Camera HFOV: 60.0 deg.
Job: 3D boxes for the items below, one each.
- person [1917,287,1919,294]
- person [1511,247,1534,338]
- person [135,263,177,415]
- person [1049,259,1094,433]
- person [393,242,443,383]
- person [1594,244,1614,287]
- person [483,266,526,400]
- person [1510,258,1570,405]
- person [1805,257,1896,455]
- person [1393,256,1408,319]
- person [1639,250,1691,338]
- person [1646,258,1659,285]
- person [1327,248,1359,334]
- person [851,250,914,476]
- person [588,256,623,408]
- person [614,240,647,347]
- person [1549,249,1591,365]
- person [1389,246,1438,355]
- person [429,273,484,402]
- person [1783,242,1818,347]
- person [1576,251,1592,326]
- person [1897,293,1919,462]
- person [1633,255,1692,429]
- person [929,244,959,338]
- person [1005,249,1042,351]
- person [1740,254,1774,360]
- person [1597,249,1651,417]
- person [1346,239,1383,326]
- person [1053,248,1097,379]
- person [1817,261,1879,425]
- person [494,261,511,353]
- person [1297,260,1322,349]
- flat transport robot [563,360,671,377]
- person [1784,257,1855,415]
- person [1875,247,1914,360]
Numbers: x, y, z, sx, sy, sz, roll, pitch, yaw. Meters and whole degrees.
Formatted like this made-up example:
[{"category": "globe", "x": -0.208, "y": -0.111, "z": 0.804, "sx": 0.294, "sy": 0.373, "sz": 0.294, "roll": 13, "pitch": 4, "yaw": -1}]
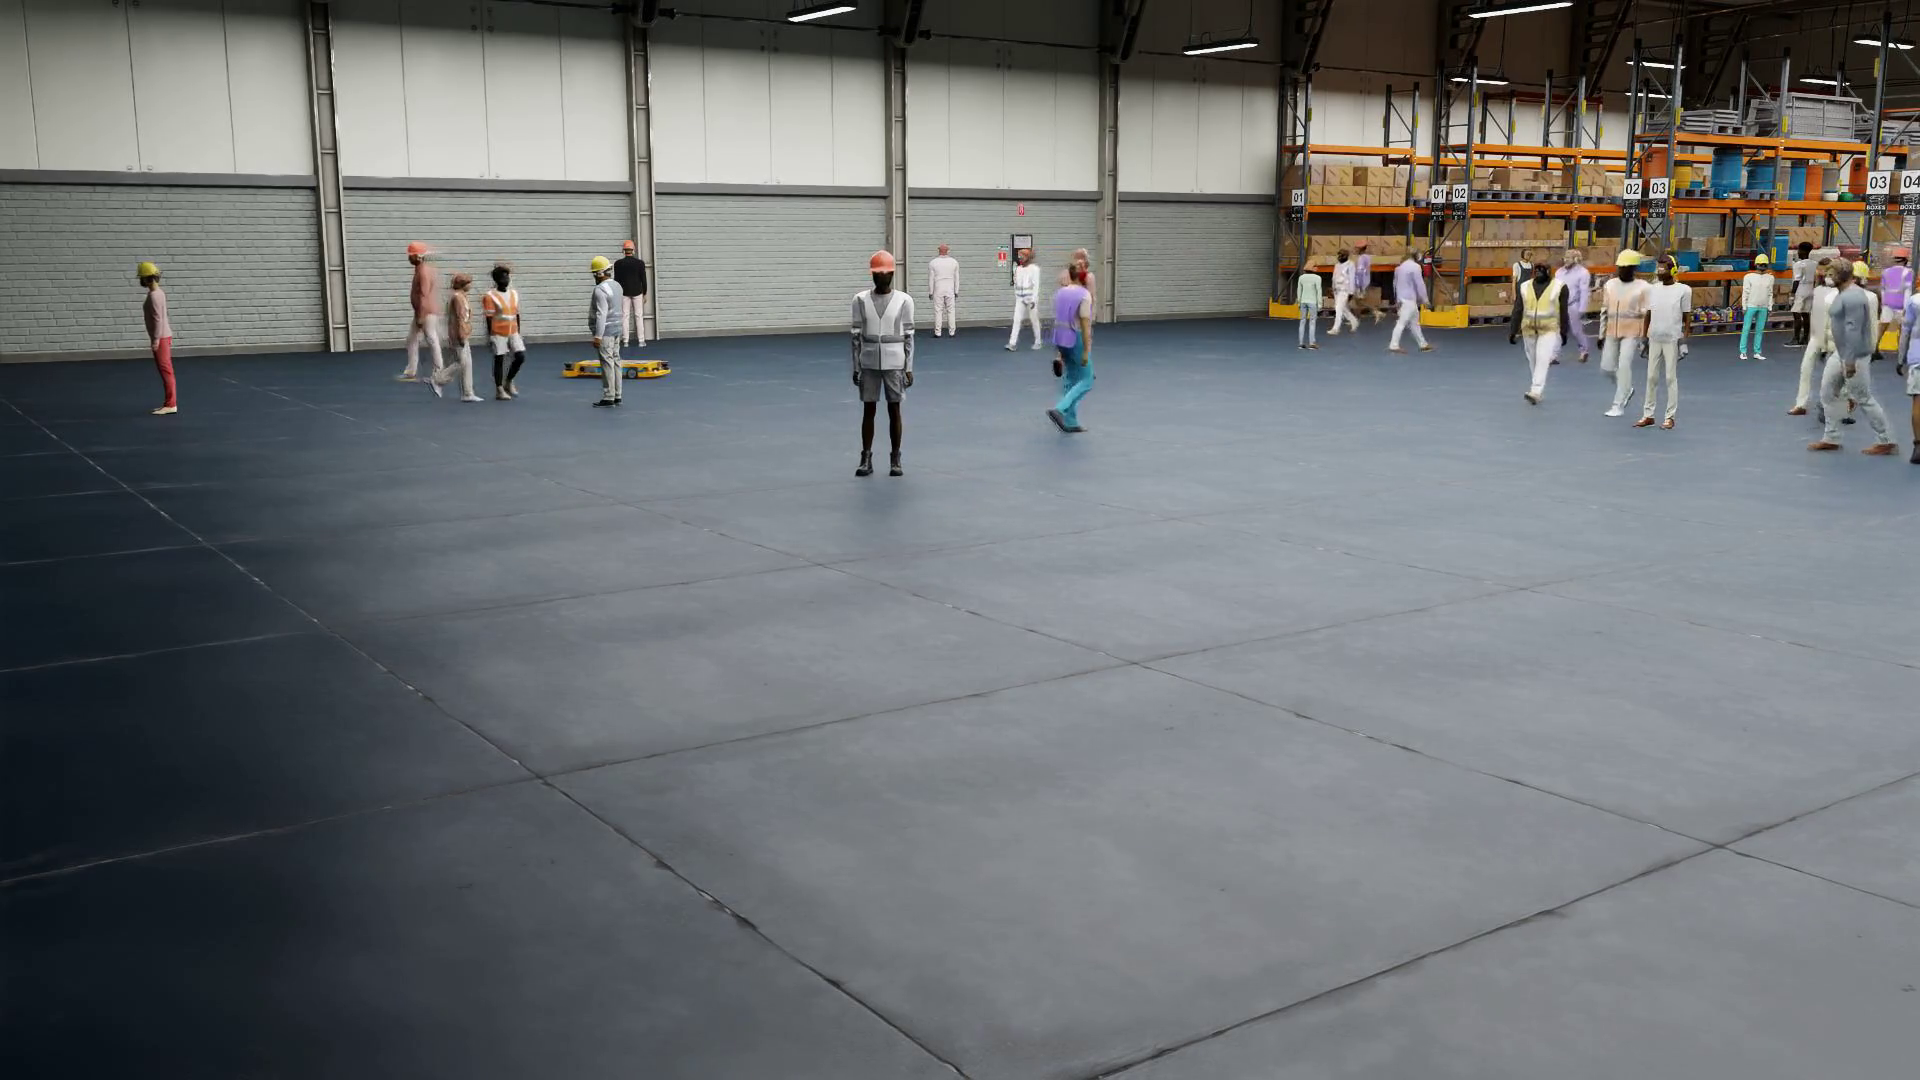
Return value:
[{"category": "person", "x": 19.182, "y": -4.970, "z": 33.325, "sx": 0.632, "sy": 1.932, "sz": 0.372, "roll": 4, "pitch": 11, "yaw": 23}, {"category": "person", "x": 11.491, "y": -5.038, "z": 33.916, "sx": 0.506, "sy": 1.846, "sz": 0.346, "roll": -4, "pitch": 11, "yaw": -20}, {"category": "person", "x": -9.343, "y": -2.334, "z": 19.335, "sx": 0.343, "sy": 1.758, "sz": 0.526, "roll": -4, "pitch": 11, "yaw": -19}, {"category": "person", "x": 1.156, "y": -2.008, "z": 17.358, "sx": 0.488, "sy": 1.831, "sz": 0.576, "roll": -6, "pitch": 12, "yaw": -31}, {"category": "person", "x": -7.672, "y": -3.176, "z": 23.348, "sx": 0.807, "sy": 1.968, "sz": 0.646, "roll": -5, "pitch": 12, "yaw": -27}, {"category": "person", "x": 16.800, "y": -6.803, "z": 43.557, "sx": 0.896, "sy": 1.846, "sz": 0.603, "roll": -8, "pitch": 13, "yaw": -38}, {"category": "person", "x": -5.743, "y": -2.598, "z": 20.966, "sx": 0.373, "sy": 1.684, "sz": 0.548, "roll": 8, "pitch": 13, "yaw": 38}, {"category": "person", "x": 7.120, "y": -2.568, "z": 20.522, "sx": 0.661, "sy": 1.786, "sz": 0.981, "roll": 8, "pitch": 13, "yaw": 37}, {"category": "person", "x": 8.547, "y": -1.731, "z": 15.771, "sx": 0.753, "sy": 1.884, "sz": 0.680, "roll": 2, "pitch": 11, "yaw": 12}, {"category": "person", "x": 11.132, "y": -6.343, "z": 41.768, "sx": 0.513, "sy": 1.590, "sz": 0.846, "roll": 3, "pitch": 11, "yaw": 17}, {"category": "person", "x": 14.098, "y": -4.880, "z": 33.201, "sx": 0.949, "sy": 1.799, "sz": 0.627, "roll": 5, "pitch": 12, "yaw": 27}, {"category": "person", "x": 15.412, "y": -5.450, "z": 36.849, "sx": 0.856, "sy": 1.586, "sz": 0.536, "roll": -7, "pitch": 13, "yaw": -35}, {"category": "person", "x": 8.174, "y": -5.282, "z": 35.340, "sx": 0.764, "sy": 1.818, "sz": 0.629, "roll": -4, "pitch": 11, "yaw": -20}, {"category": "person", "x": -0.667, "y": -1.512, "z": 14.326, "sx": 0.544, "sy": 1.941, "sz": 0.371, "roll": 1, "pitch": 10, "yaw": 5}, {"category": "person", "x": -4.289, "y": -2.512, "z": 20.121, "sx": 0.403, "sy": 1.825, "sz": 0.586, "roll": 2, "pitch": 10, "yaw": 10}, {"category": "person", "x": -6.175, "y": -4.624, "z": 31.227, "sx": 0.609, "sy": 1.997, "sz": 0.375, "roll": -2, "pitch": 10, "yaw": -8}, {"category": "person", "x": 9.921, "y": -3.776, "z": 26.954, "sx": 0.939, "sy": 1.871, "sz": 0.654, "roll": -8, "pitch": 13, "yaw": -37}, {"category": "person", "x": 7.962, "y": -4.171, "z": 29.019, "sx": 0.982, "sy": 1.891, "sz": 0.634, "roll": -1, "pitch": 10, "yaw": -3}, {"category": "person", "x": -6.282, "y": -2.511, "z": 20.678, "sx": 0.557, "sy": 1.611, "sz": 0.566, "roll": -2, "pitch": 11, "yaw": -11}, {"category": "person", "x": 15.758, "y": -4.592, "z": 31.133, "sx": 0.609, "sy": 1.966, "sz": 0.364, "roll": -5, "pitch": 12, "yaw": -27}, {"category": "person", "x": 14.137, "y": -5.766, "z": 38.237, "sx": 0.932, "sy": 1.714, "sz": 0.541, "roll": -4, "pitch": 11, "yaw": -23}, {"category": "person", "x": 8.968, "y": -1.668, "z": 15.337, "sx": 0.548, "sy": 1.888, "sz": 0.996, "roll": 4, "pitch": 11, "yaw": 23}, {"category": "person", "x": 7.560, "y": -2.118, "z": 17.860, "sx": 0.313, "sy": 1.862, "sz": 0.535, "roll": -9, "pitch": 14, "yaw": -40}, {"category": "person", "x": -0.336, "y": -5.078, "z": 33.966, "sx": 0.641, "sy": 1.909, "sz": 0.409, "roll": -2, "pitch": 11, "yaw": -13}, {"category": "person", "x": 1.197, "y": -4.346, "z": 30.185, "sx": 0.581, "sy": 1.835, "sz": 1.005, "roll": 6, "pitch": 12, "yaw": 31}, {"category": "person", "x": 13.388, "y": -3.906, "z": 27.923, "sx": 0.524, "sy": 1.769, "sz": 0.314, "roll": 0, "pitch": 10, "yaw": -2}, {"category": "person", "x": 7.645, "y": -2.375, "z": 19.121, "sx": 0.538, "sy": 1.914, "sz": 0.612, "roll": -8, "pitch": 13, "yaw": -36}, {"category": "person", "x": 9.349, "y": -5.919, "z": 38.305, "sx": 0.800, "sy": 2.014, "sz": 0.605, "roll": 5, "pitch": 12, "yaw": 27}, {"category": "person", "x": 1.689, "y": -3.231, "z": 23.866, "sx": 0.642, "sy": 1.891, "sz": 0.662, "roll": -10, "pitch": 14, "yaw": -44}, {"category": "person", "x": 9.557, "y": -2.101, "z": 17.961, "sx": 0.750, "sy": 1.800, "sz": 0.604, "roll": -6, "pitch": 12, "yaw": -30}, {"category": "person", "x": -8.087, "y": -4.133, "z": 29.531, "sx": 0.406, "sy": 1.623, "sz": 0.544, "roll": -2, "pitch": 11, "yaw": -10}, {"category": "person", "x": 6.442, "y": -4.335, "z": 30.639, "sx": 0.274, "sy": 1.632, "sz": 0.503, "roll": -9, "pitch": 14, "yaw": -42}, {"category": "flat transport robot", "x": -5.045, "y": -2.528, "z": 24.467, "sx": 1.431, "sy": 0.197, "sz": 0.652, "roll": 1, "pitch": 10, "yaw": 6}, {"category": "person", "x": 10.042, "y": -2.341, "z": 19.195, "sx": 0.916, "sy": 1.833, "sz": 0.518, "roll": -3, "pitch": 11, "yaw": -15}, {"category": "person", "x": 15.687, "y": -3.965, "z": 27.918, "sx": 0.976, "sy": 1.895, "sz": 0.559, "roll": -6, "pitch": 12, "yaw": -29}]
